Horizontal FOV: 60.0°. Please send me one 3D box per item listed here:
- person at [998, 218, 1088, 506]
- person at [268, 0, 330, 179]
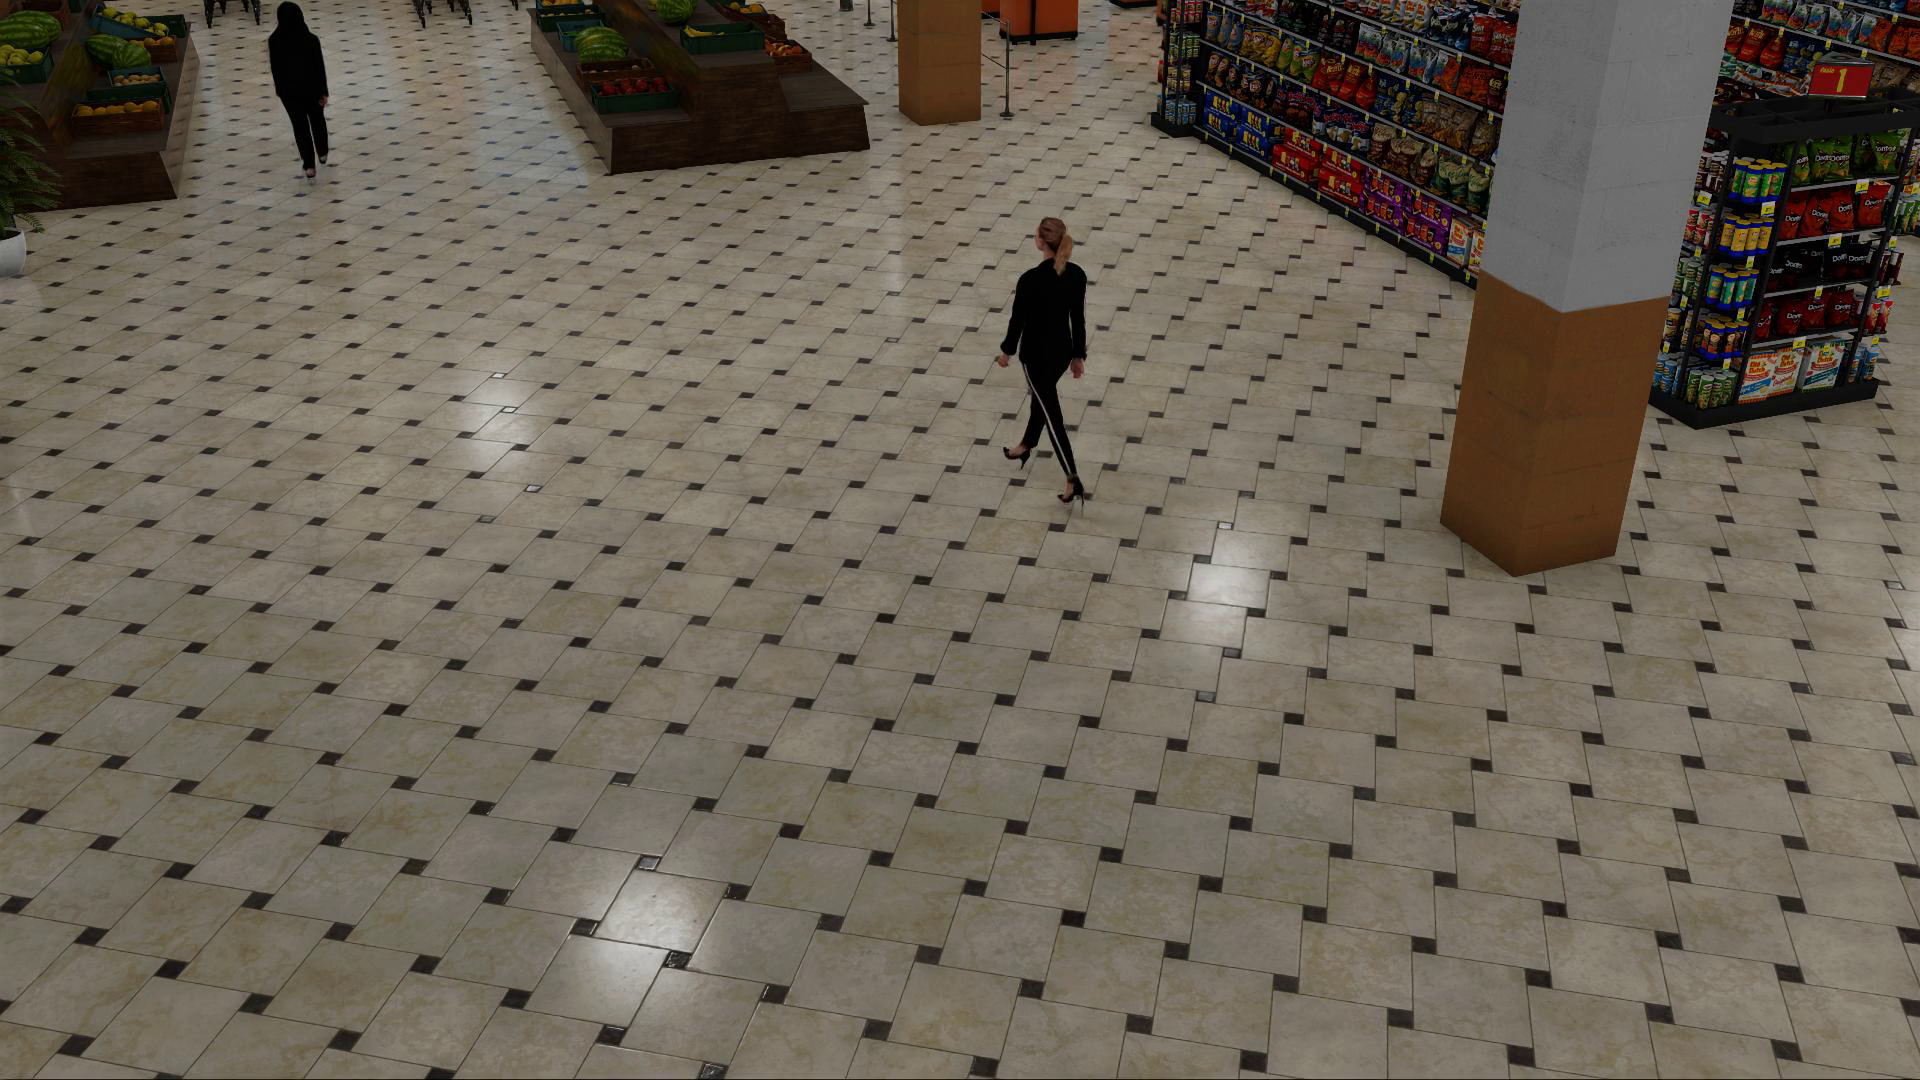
[{"bbox_3d":[0.555,-0.987,9.671,0.815,1.658,1.157,-18,34,-30],"label":"person"},{"bbox_3d":[-6.183,-4.175,15.598,0.631,1.574,1.092,-10,30,-18],"label":"person"}]
